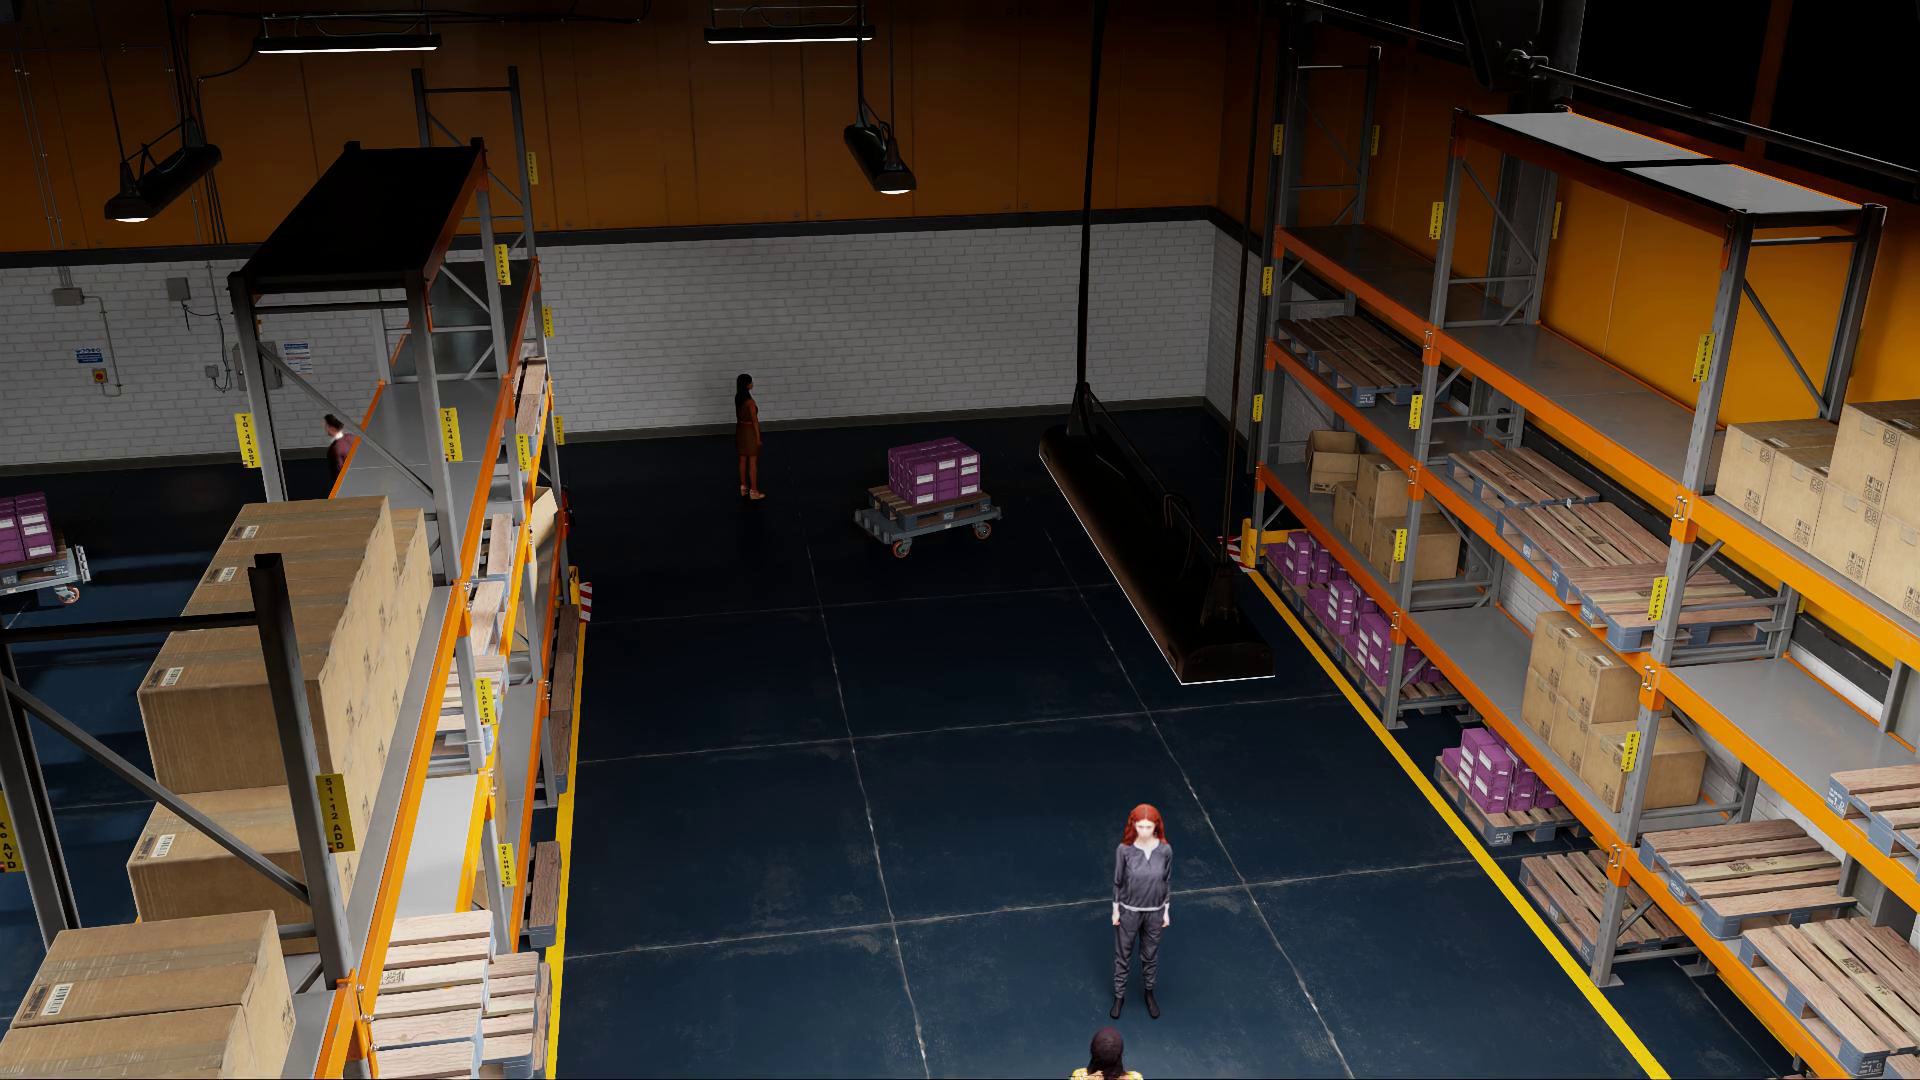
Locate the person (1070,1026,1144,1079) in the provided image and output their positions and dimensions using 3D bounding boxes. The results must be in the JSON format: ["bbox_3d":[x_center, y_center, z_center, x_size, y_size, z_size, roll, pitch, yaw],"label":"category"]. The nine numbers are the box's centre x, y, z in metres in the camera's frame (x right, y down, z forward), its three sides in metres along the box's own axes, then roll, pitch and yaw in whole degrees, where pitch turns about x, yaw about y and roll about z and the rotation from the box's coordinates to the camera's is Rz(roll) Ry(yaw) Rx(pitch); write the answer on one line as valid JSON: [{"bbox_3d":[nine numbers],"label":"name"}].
[{"bbox_3d":[0.868,3.722,10.120,0.809,1.647,0.851,2,24,5],"label":"person"}]

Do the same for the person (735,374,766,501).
[{"bbox_3d":[-2.766,-1.356,21.683,0.699,1.690,0.602,-20,31,-38],"label":"person"}]

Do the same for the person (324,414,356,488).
[{"bbox_3d":[-7.225,-0.615,19.790,0.883,1.848,0.814,5,24,11],"label":"person"}]

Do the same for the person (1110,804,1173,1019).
[{"bbox_3d":[1.330,2.720,12.245,0.605,1.780,0.548,0,24,-1],"label":"person"}]
